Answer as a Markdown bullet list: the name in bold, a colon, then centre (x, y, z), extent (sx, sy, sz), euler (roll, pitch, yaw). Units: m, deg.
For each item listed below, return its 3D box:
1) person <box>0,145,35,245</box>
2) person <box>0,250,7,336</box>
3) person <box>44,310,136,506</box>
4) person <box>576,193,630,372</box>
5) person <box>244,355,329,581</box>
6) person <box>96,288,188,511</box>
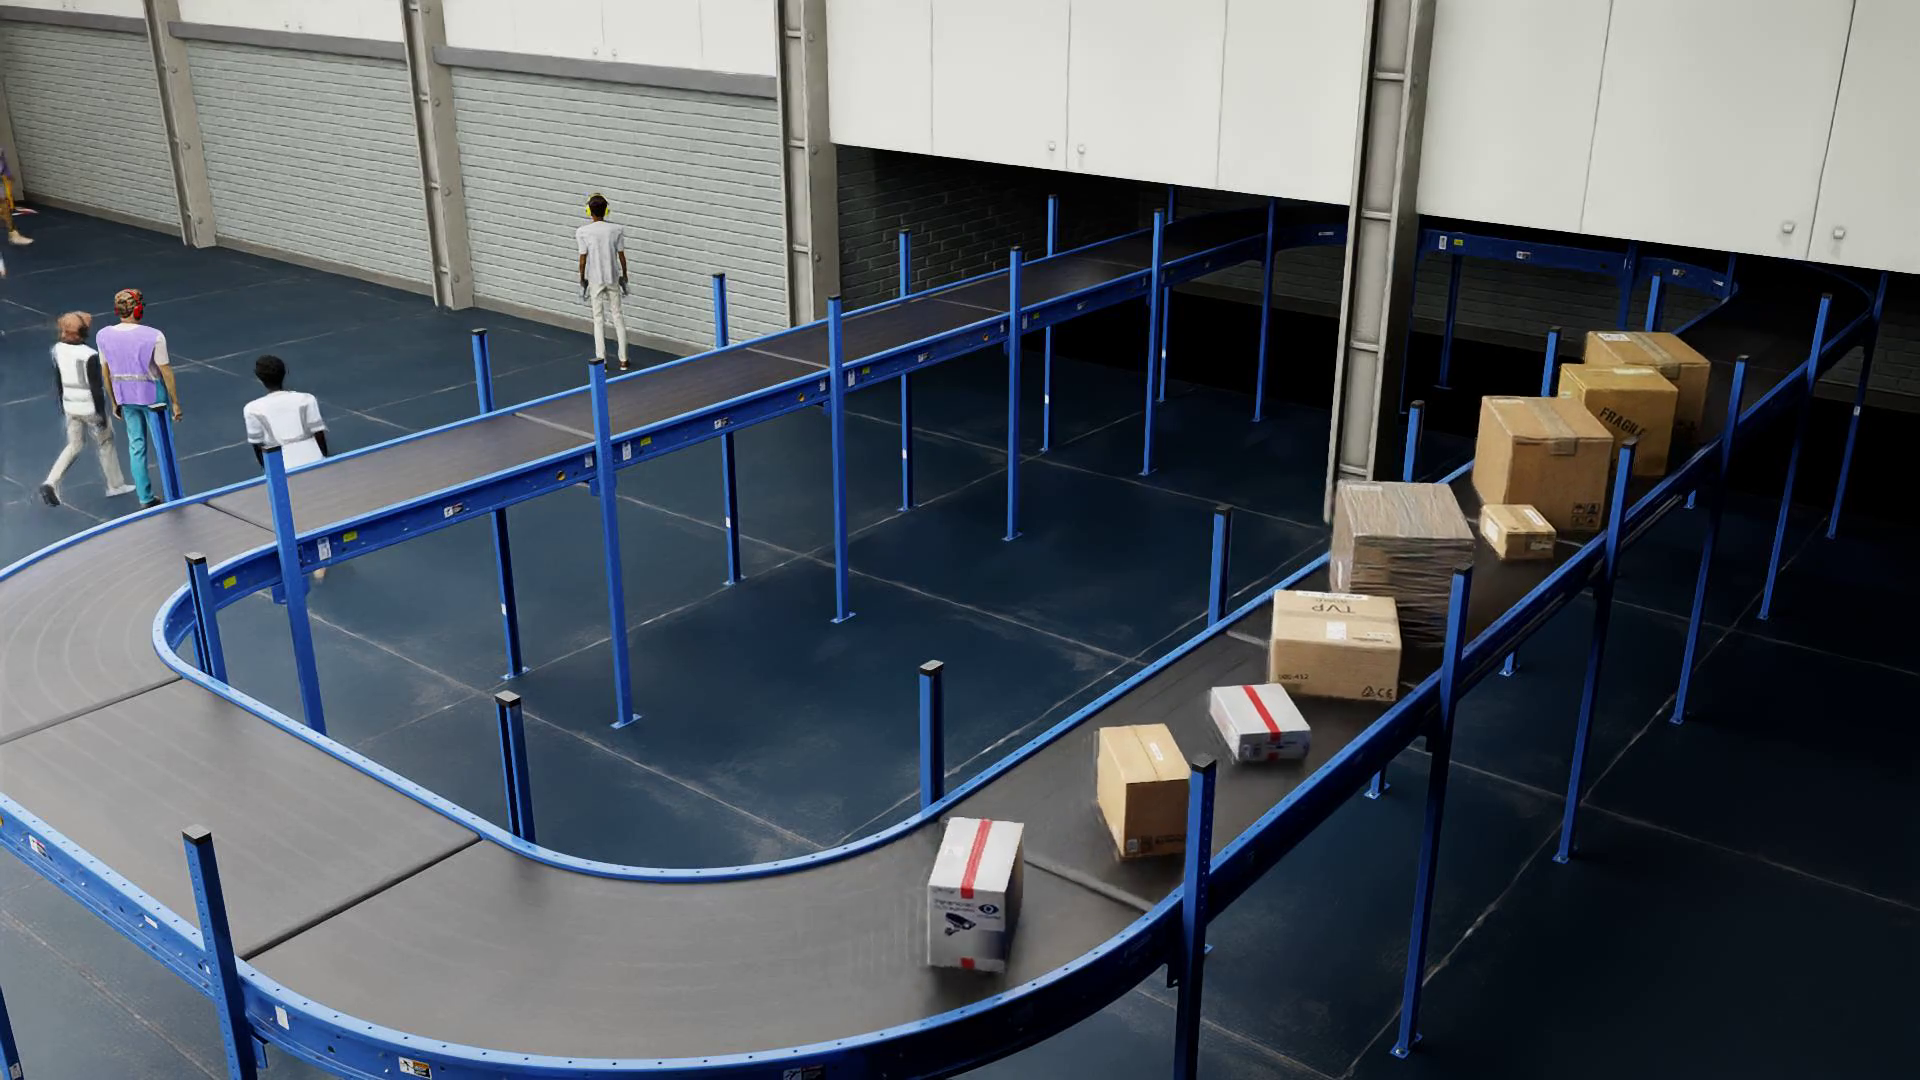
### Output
- **person**: centre (-13.852, -5.204, 23.660), extent (0.909, 2.020, 0.602), euler (-1, 22, -2)
- **person**: centre (-10.915, -2.992, 18.476), extent (0.497, 1.713, 0.864), euler (-2, 22, -5)
- **person**: centre (-7.270, -1.070, 13.700), extent (0.539, 1.614, 0.692), euler (10, 24, 24)
- **person**: centre (-3.752, -2.703, 17.506), extent (0.523, 1.870, 0.317), euler (-8, 23, -19)
- **person**: centre (-4.969, -0.559, 12.364), extent (0.528, 1.628, 0.883), euler (-14, 26, -32)
- **person**: centre (-6.633, -1.118, 13.510), extent (0.571, 1.843, 0.373), euler (1, 22, 3)
